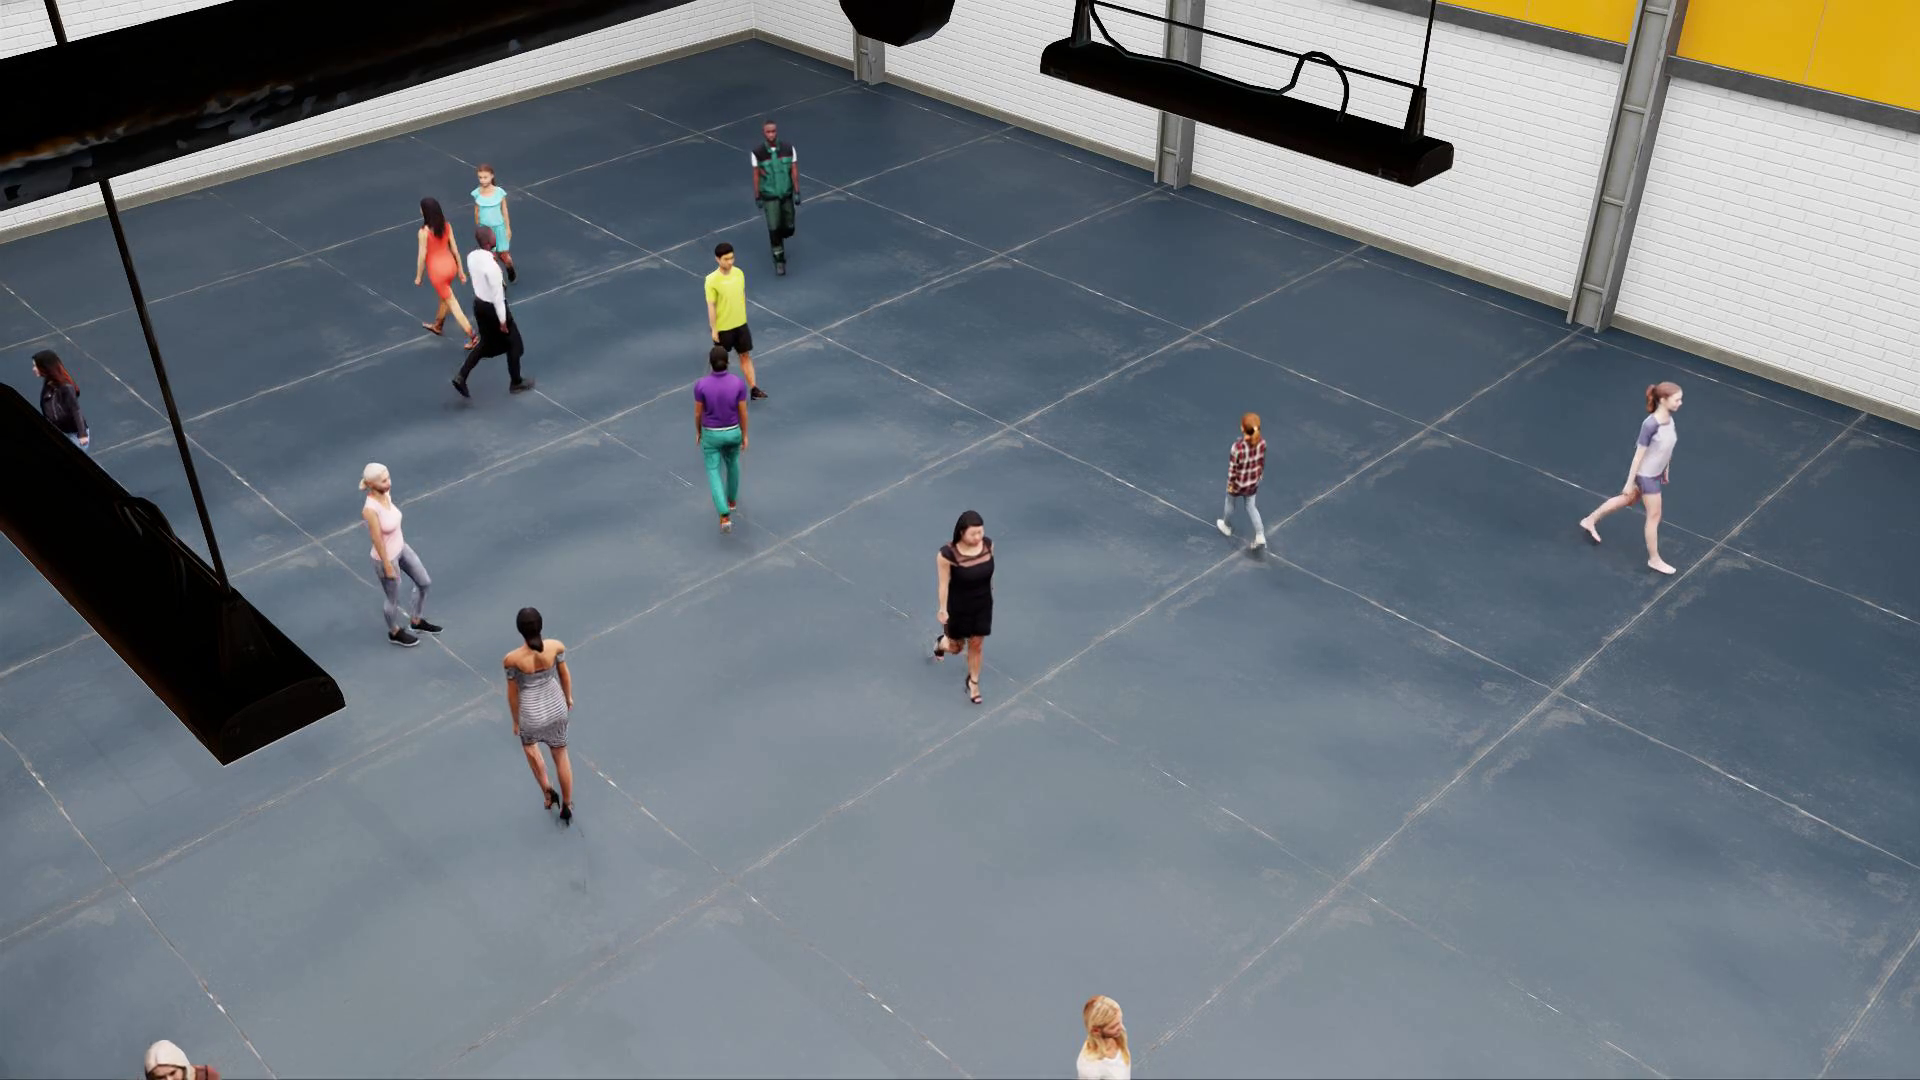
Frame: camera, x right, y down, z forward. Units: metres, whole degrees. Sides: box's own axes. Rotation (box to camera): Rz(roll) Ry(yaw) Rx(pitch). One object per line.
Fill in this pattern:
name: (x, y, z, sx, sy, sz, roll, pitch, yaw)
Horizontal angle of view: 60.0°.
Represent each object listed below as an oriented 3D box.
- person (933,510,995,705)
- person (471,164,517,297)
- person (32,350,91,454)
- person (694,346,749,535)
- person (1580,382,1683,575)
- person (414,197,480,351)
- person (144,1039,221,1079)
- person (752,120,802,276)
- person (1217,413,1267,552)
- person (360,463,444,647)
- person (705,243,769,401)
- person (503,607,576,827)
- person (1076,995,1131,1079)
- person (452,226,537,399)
person: (0.007, 0.482, 12.805, 0.796, 1.701, 0.935, -17, 37, -23)
person: (-5.327, -3.575, 19.046, 0.761, 1.548, 0.824, -1, 34, -2)
person: (-8.002, -1.000, 15.097, 0.559, 1.631, 0.735, 26, 41, 33)
person: (-2.121, -0.887, 14.824, 0.954, 1.745, 1.181, -9, 35, -14)
person: (5.870, -0.597, 14.408, 1.150, 1.722, 0.622, 26, 42, 34)
person: (-5.463, -2.796, 17.763, 1.205, 1.672, 0.836, 16, 37, 22)
person: (-4.004, 3.178, 8.719, 0.660, 1.733, 0.889, -24, 40, -31)
person: (-2.158, -4.066, 19.537, 0.953, 1.821, 1.121, -10, 35, -15)
person: (2.544, -0.500, 14.655, 0.745, 1.288, 0.948, -12, 36, -18)
person: (-4.649, 0.112, 13.351, 0.795, 1.711, 0.733, 5, 34, 7)
person: (-2.408, -2.246, 16.945, 0.733, 1.660, 1.114, -23, 40, -31)
person: (-2.854, 1.280, 11.508, 0.699, 1.807, 0.713, -17, 37, -23)
person: (0.723, 3.067, 8.818, 0.640, 1.809, 0.659, 12, 35, 17)
person: (-4.822, -2.260, 16.835, 0.713, 1.806, 0.997, -28, 42, -35)
